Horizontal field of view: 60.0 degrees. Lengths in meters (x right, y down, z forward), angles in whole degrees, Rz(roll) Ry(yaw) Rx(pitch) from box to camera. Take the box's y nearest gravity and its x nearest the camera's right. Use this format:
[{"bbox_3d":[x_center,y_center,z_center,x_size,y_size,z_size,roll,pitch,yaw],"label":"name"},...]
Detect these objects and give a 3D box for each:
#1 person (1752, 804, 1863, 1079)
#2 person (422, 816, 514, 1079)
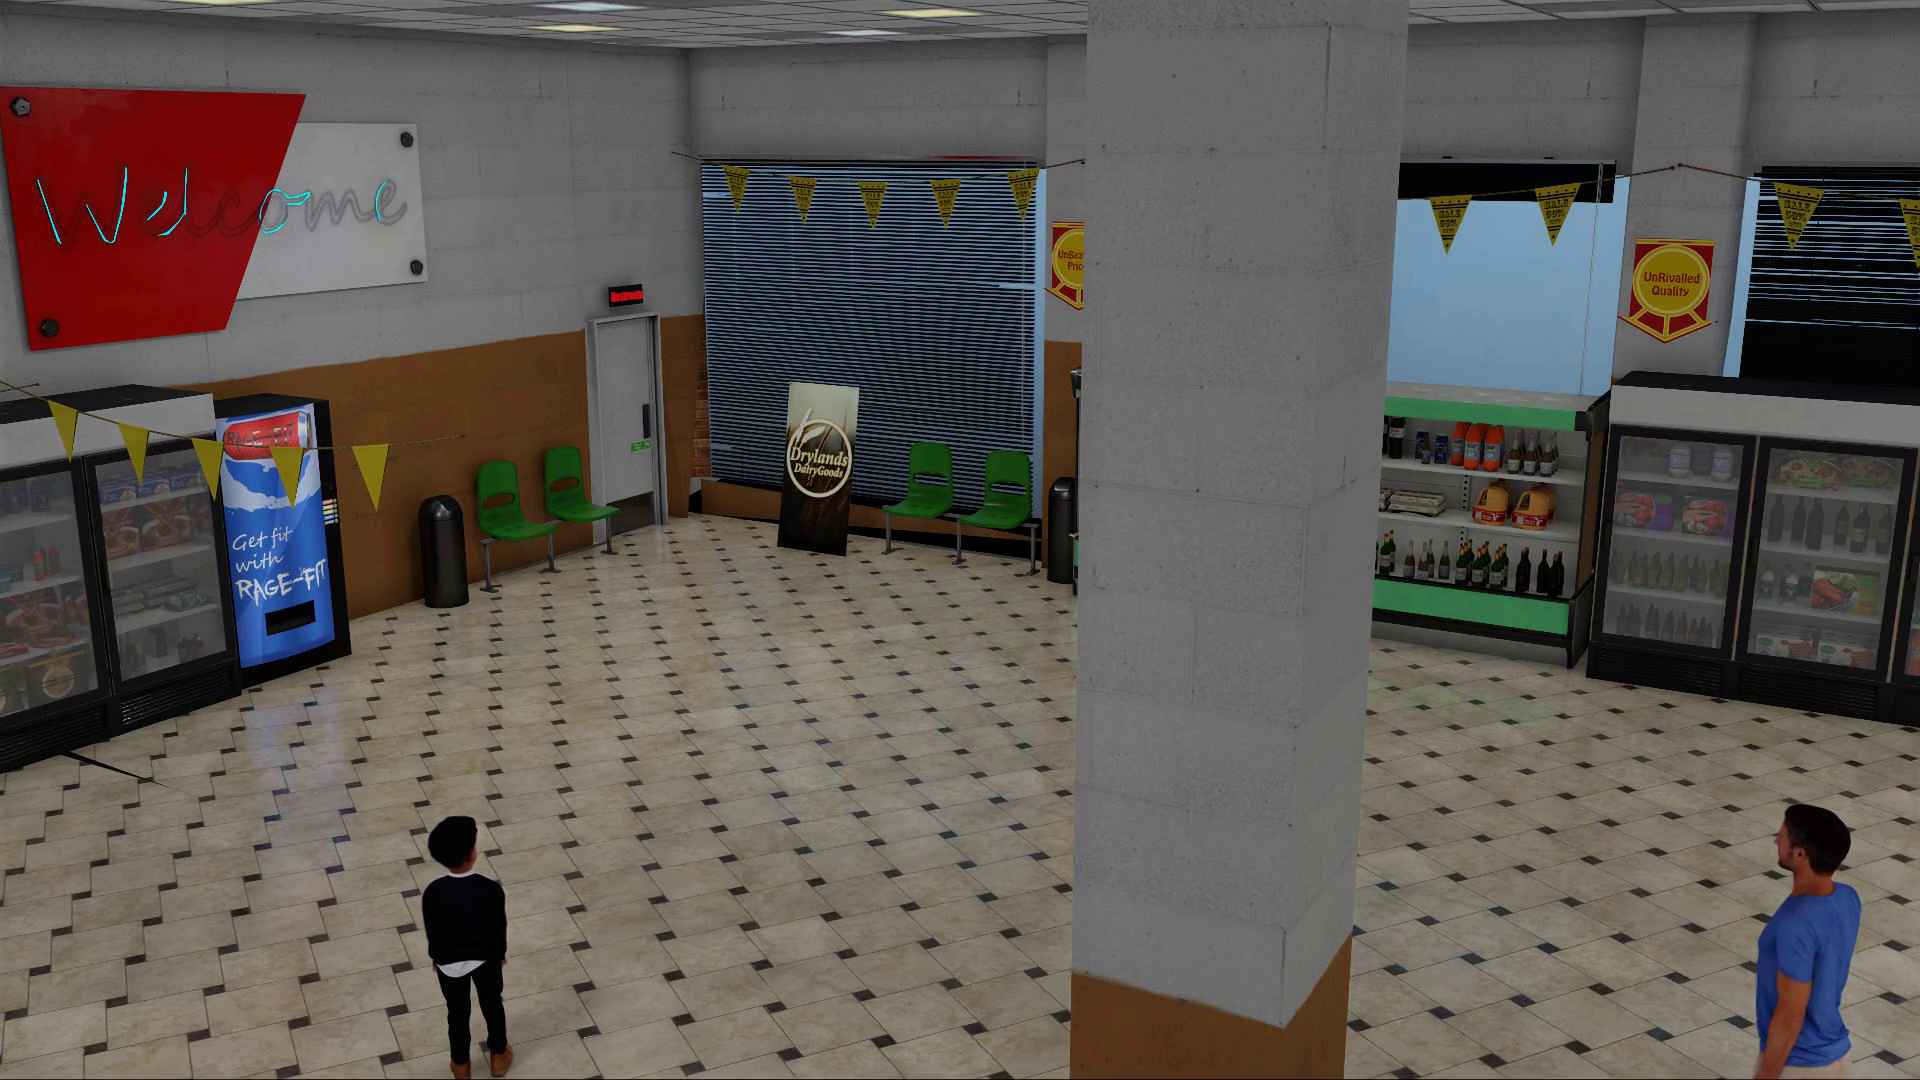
[{"bbox_3d":[2.978,1.831,5.897,0.715,1.863,0.668,-12,18,-40],"label":"person"},{"bbox_3d":[-2.173,1.807,7.354,0.576,1.223,0.639,-3,14,-13],"label":"person"}]
